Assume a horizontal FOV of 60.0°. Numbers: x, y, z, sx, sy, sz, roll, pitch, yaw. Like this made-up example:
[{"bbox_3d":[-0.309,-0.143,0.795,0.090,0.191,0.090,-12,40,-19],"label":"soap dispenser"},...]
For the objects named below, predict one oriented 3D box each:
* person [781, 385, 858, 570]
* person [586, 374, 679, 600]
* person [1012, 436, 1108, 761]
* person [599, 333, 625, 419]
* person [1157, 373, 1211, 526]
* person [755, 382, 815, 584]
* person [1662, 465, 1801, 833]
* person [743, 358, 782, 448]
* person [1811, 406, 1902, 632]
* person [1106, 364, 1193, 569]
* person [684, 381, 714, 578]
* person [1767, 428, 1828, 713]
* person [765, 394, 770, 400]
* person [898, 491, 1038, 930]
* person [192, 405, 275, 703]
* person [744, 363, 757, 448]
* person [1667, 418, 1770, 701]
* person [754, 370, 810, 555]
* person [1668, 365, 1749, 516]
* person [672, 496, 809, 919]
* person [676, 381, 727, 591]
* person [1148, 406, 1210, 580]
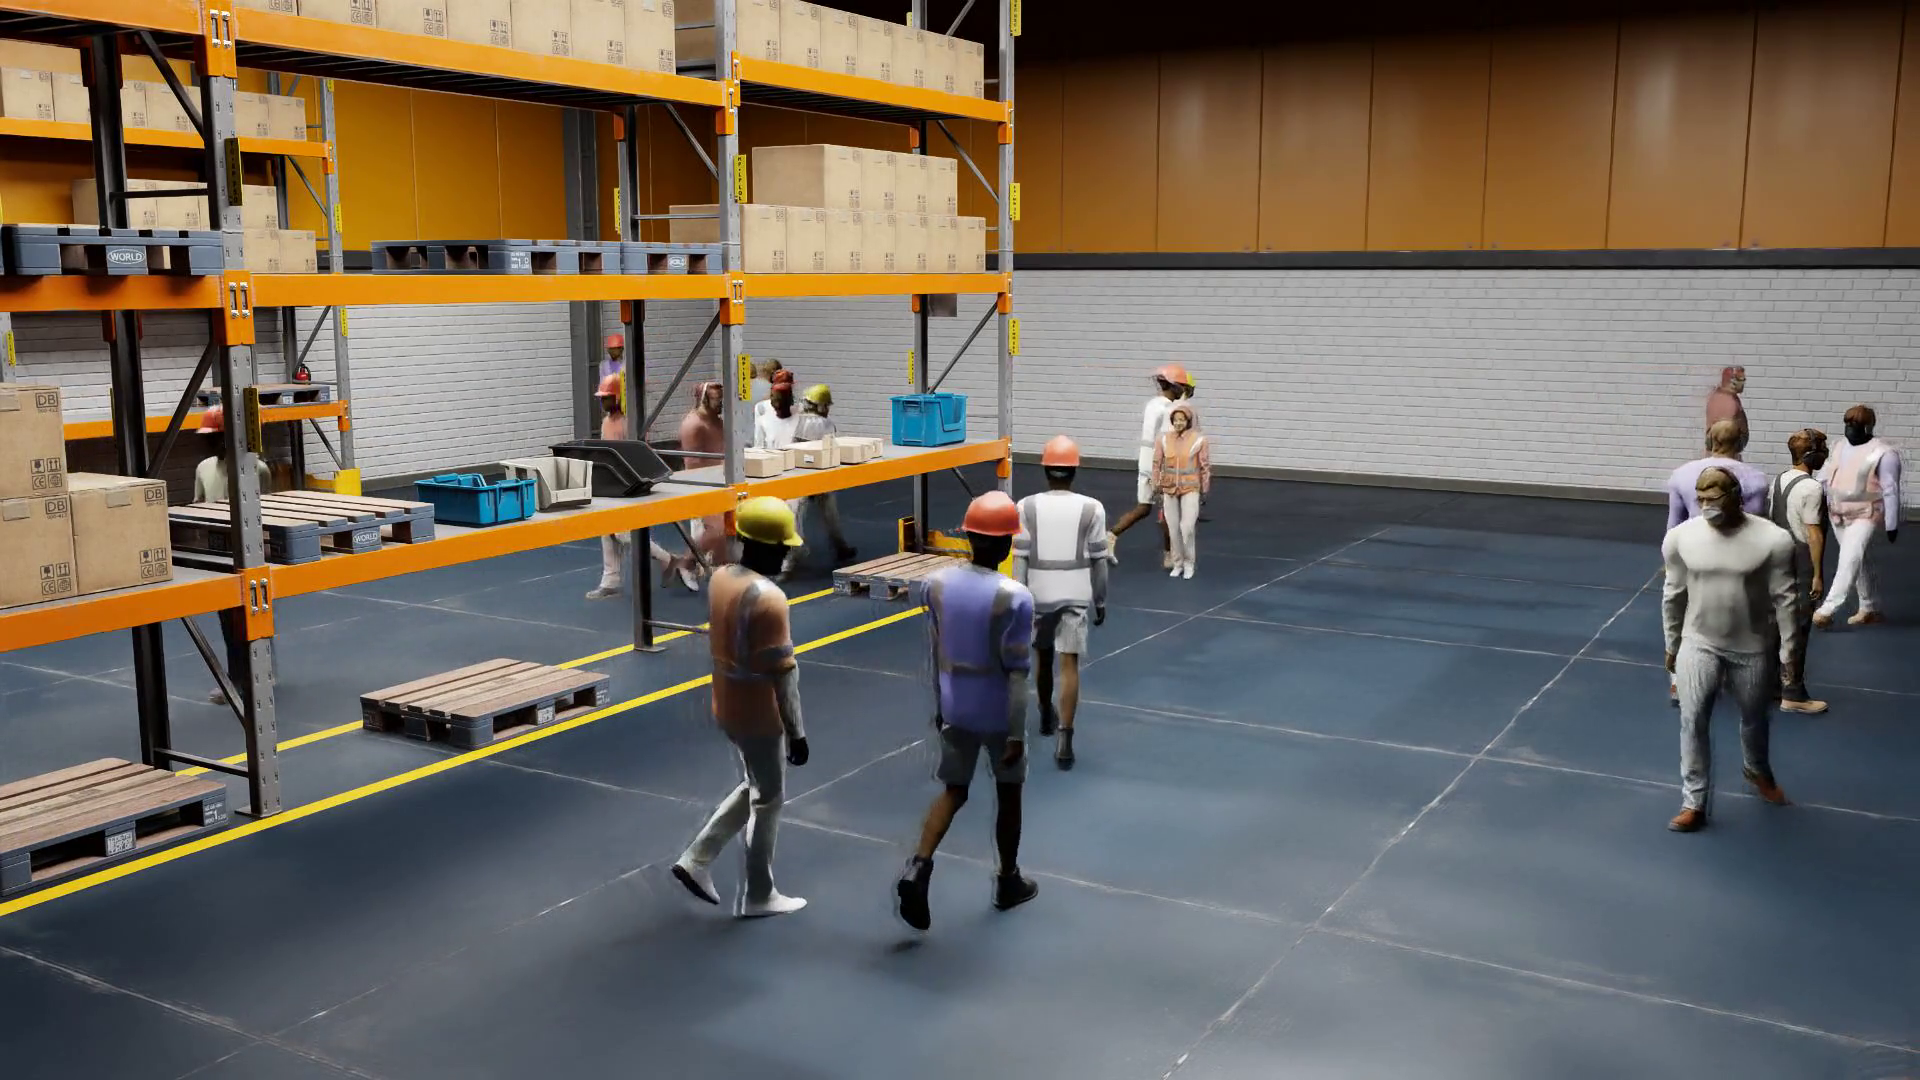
[{"bbox_3d":[-1.408,-0.607,16.043,0.621,1.771,0.987,7,12,38],"label":"person"},{"bbox_3d":[-2.903,-0.467,14.546,0.746,1.975,0.622,-6,11,-33],"label":"person"},{"bbox_3d":[0.590,0.329,9.867,0.564,1.889,1.007,1,9,6],"label":"person"},{"bbox_3d":[-4.732,-1.890,23.305,0.612,2.023,0.768,3,10,18],"label":"person"},{"bbox_3d":[2.537,-1.016,18.741,0.784,1.732,0.527,-4,10,-21],"label":"person"},{"bbox_3d":[-1.609,-0.565,15.578,0.587,1.857,0.907,3,10,20],"label":"person"},{"bbox_3d":[4.009,0.528,8.661,0.676,1.894,0.918,6,11,31],"label":"person"},{"bbox_3d":[-2.226,-1.092,18.700,0.685,1.894,0.470,8,12,42],"label":"person"},{"bbox_3d":[7.084,-0.170,13.246,0.982,1.786,0.628,-3,9,-16],"label":"person"},{"bbox_3d":[1.778,-0.686,15.881,0.913,1.995,0.642,-3,10,-18],"label":"person"},{"bbox_3d":[-2.357,-0.569,15.593,0.429,1.841,0.633,-3,10,-20],"label":"person"},{"bbox_3d":[5.444,0.196,10.809,0.345,1.846,0.507,-1,9,-6],"label":"person"},{"bbox_3d":[-1.954,-0.706,17.152,0.592,1.612,0.523,-6,11,-32],"label":"person"},{"bbox_3d":[0.056,0.743,7.202,0.548,1.912,0.814,5,11,31],"label":"person"},{"bbox_3d":[-4.913,0.091,11.063,0.639,1.965,0.754,5,10,28],"label":"person"},{"bbox_3d":[-2.828,-1.589,22.589,0.512,1.639,0.311,-5,11,-30],"label":"person"},{"bbox_3d":[5.012,0.132,11.063,0.643,1.900,0.928,8,12,41],"label":"person"},{"bbox_3d":[-1.770,-0.763,16.674,0.575,1.883,0.356,2,9,12],"label":"person"},{"bbox_3d":[7.979,-0.900,17.532,0.774,1.890,0.639,1,9,6],"label":"person"},{"bbox_3d":[-0.920,0.747,7.209,0.479,1.899,0.594,-6,11,-32],"label":"person"},{"bbox_3d":[-2.196,-0.457,14.714,0.479,1.892,0.674,3,10,19],"label":"person"},{"bbox_3d":[2.033,-0.435,15.459,0.526,1.620,0.527,4,10,24],"label":"person"}]
